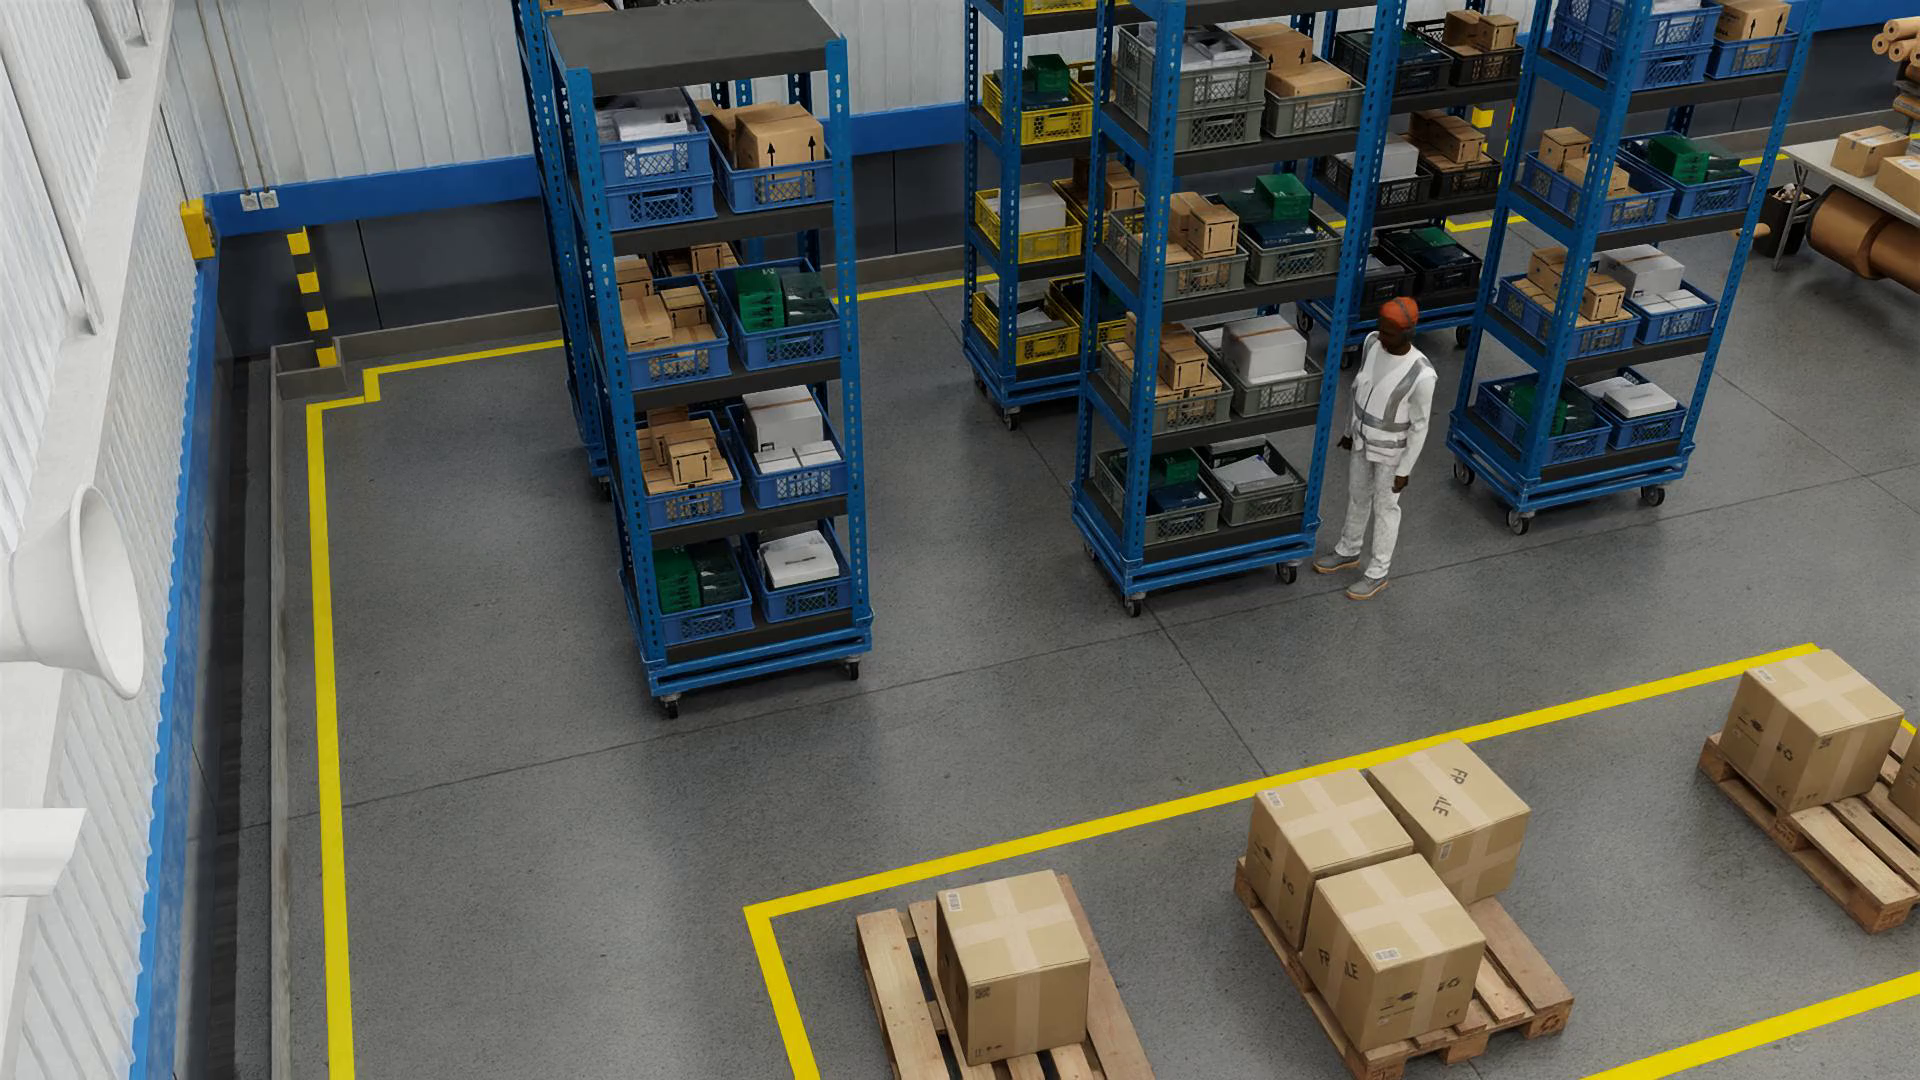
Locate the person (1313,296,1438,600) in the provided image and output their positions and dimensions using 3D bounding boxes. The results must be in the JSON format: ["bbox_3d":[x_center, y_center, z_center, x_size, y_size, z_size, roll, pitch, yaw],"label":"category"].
[{"bbox_3d":[2.363,-0.522,9.402,0.356,1.875,0.572,-16,38,-22],"label":"person"}]
